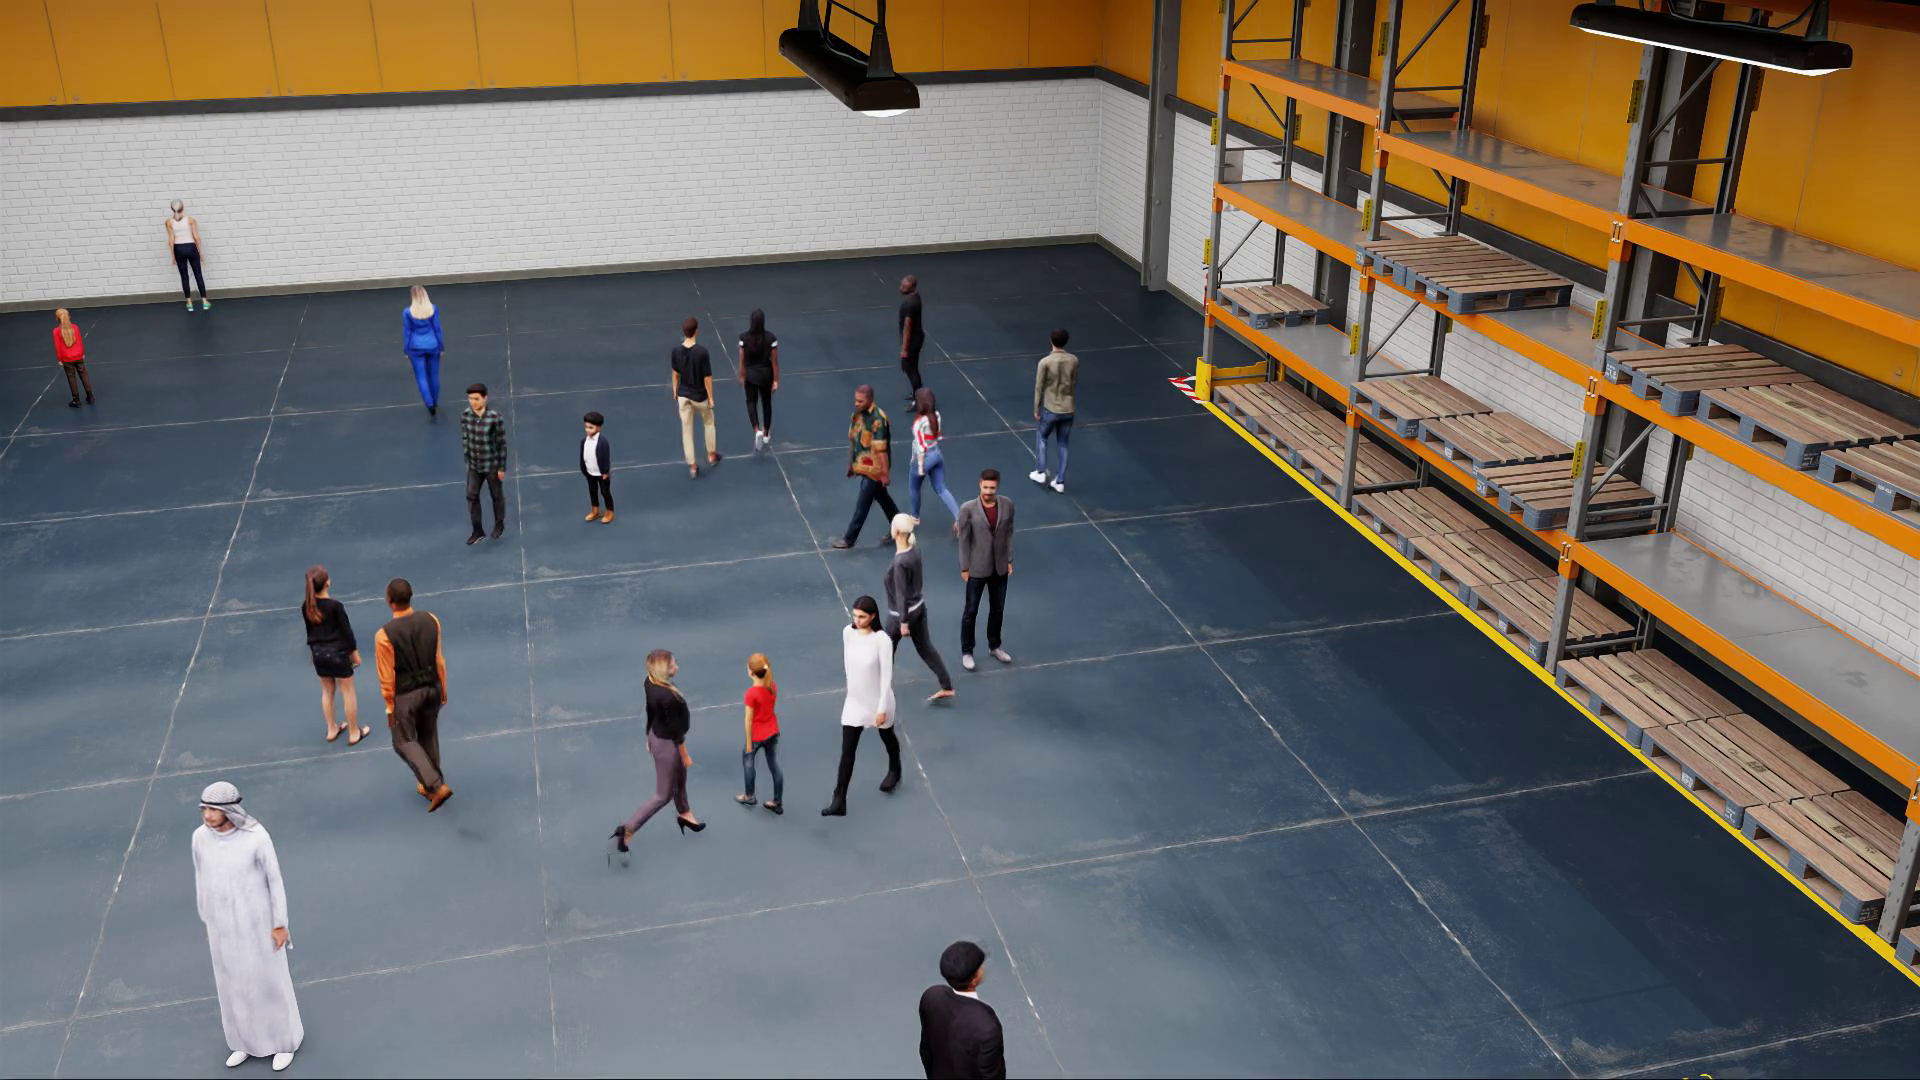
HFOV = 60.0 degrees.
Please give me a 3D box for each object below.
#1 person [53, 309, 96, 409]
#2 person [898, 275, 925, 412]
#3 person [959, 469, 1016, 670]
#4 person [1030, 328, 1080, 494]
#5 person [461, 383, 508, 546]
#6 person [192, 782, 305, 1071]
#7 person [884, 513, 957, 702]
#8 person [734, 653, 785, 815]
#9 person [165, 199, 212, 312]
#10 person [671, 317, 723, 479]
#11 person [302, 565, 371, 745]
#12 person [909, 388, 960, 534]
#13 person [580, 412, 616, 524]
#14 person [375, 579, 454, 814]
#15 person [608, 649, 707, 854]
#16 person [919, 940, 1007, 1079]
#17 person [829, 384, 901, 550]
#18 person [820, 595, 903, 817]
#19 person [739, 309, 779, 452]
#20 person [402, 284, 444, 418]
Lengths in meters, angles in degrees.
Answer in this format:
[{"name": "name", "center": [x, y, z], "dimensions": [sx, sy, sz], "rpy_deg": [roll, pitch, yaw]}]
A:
[{"name": "person", "center": [-11.416, -2.349, 21.368], "dimensions": [0.623, 1.281, 0.578], "rpy_deg": [17, 29, 34]}, {"name": "person", "center": [-0.594, -2.495, 21.065], "dimensions": [0.860, 1.790, 0.602], "rpy_deg": [4, 24, 9]}, {"name": "person", "center": [0.235, 0.232, 14.727], "dimensions": [0.699, 1.871, 0.622], "rpy_deg": [-9, 25, -20]}, {"name": "person", "center": [1.130, -1.409, 18.525], "dimensions": [0.736, 1.836, 0.800], "rpy_deg": [-8, 25, -19]}, {"name": "person", "center": [-4.894, -0.836, 17.200], "dimensions": [0.857, 1.702, 0.916], "rpy_deg": [3, 24, 7]}, {"name": "person", "center": [-4.279, 2.287, 9.955], "dimensions": [0.776, 1.927, 0.764], "rpy_deg": [3, 24, 6]}, {"name": "person", "center": [-0.362, 0.620, 14.077], "dimensions": [1.135, 1.680, 1.132], "rpy_deg": [9, 25, 20]}, {"name": "person", "center": [-1.438, 1.494, 12.561], "dimensions": [0.737, 1.293, 0.646], "rpy_deg": [20, 31, 38]}, {"name": "person", "center": [-11.849, -4.375, 25.478], "dimensions": [0.615, 1.701, 0.561], "rpy_deg": [-9, 25, -20]}, {"name": "person", "center": [-3.058, -1.589, 18.937], "dimensions": [0.873, 1.835, 1.005], "rpy_deg": [3, 24, 6]}, {"name": "person", "center": [-5.118, 0.926, 13.531], "dimensions": [0.642, 1.557, 0.674], "rpy_deg": [5, 24, 10]}, {"name": "person", "center": [-0.265, -0.799, 17.452], "dimensions": [1.162, 1.577, 1.006], "rpy_deg": [19, 30, 37]}, {"name": "person", "center": [-3.903, -0.792, 17.880], "dimensions": [0.585, 1.222, 0.627], "rpy_deg": [9, 25, 19]}, {"name": "person", "center": [-4.025, 1.205, 12.467], "dimensions": [1.067, 1.898, 0.954], "rpy_deg": [21, 31, 39]}, {"name": "person", "center": [-2.189, 1.556, 11.985], "dimensions": [0.761, 1.640, 0.969], "rpy_deg": [-12, 26, -25]}, {"name": "person", "center": [0.018, 2.884, 8.643], "dimensions": [0.705, 1.883, 0.833], "rpy_deg": [20, 31, 38]}, {"name": "person", "center": [-0.825, -0.755, 17.130], "dimensions": [0.959, 1.754, 1.154], "rpy_deg": [-13, 27, -28]}, {"name": "person", "center": [-0.614, 1.214, 12.633], "dimensions": [1.126, 1.749, 1.198], "rpy_deg": [13, 27, 27]}, {"name": "person", "center": [-2.396, -1.886, 19.773], "dimensions": [0.671, 1.709, 1.012], "rpy_deg": [-3, 24, -7]}, {"name": "person", "center": [-6.709, -2.351, 20.870], "dimensions": [0.773, 1.684, 1.016], "rpy_deg": [-12, 26, -26]}]
